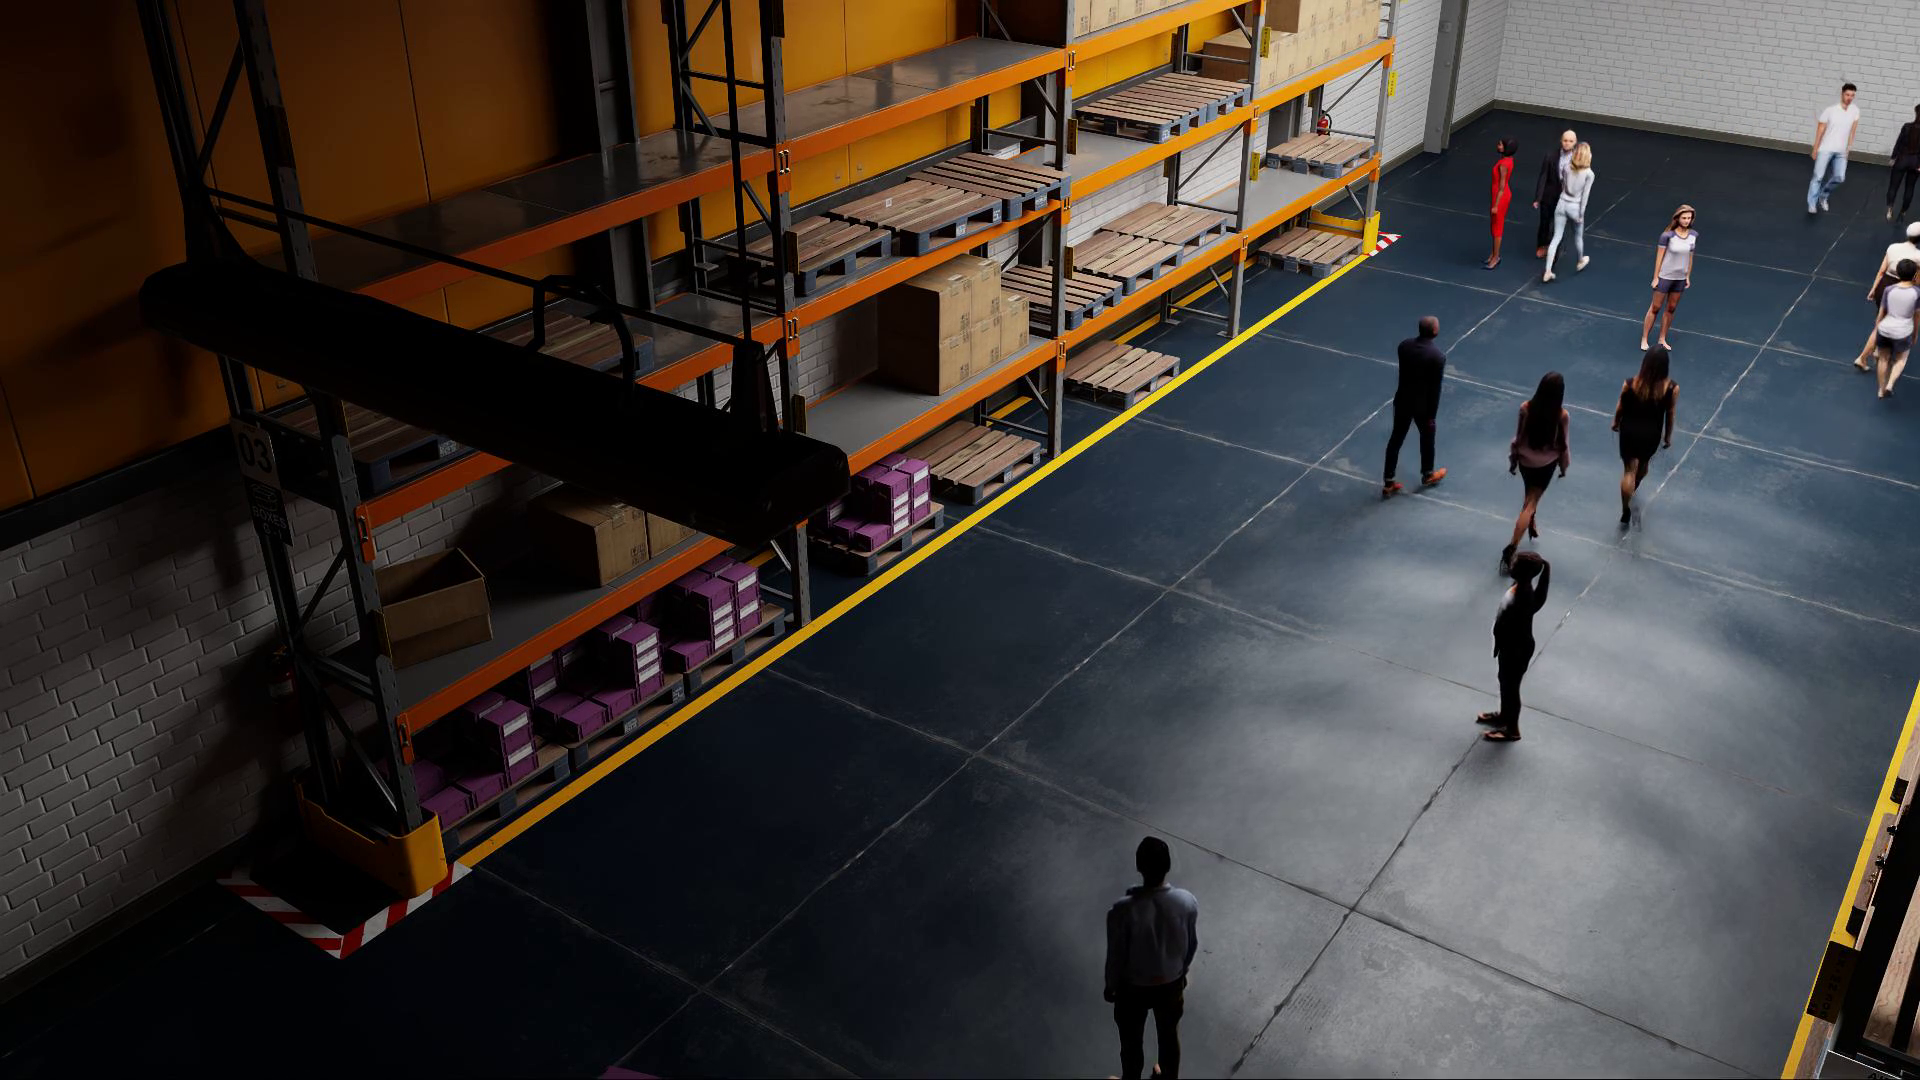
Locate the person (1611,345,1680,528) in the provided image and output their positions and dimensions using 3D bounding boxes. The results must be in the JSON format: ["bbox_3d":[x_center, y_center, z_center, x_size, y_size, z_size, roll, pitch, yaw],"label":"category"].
[{"bbox_3d":[6.269,-0.910,15.323,0.888,1.669,1.136,8,30,15],"label":"person"}]

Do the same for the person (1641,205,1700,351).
[{"bbox_3d":[8.178,-3.022,19.130,0.685,1.730,0.724,-2,29,-3],"label":"person"}]

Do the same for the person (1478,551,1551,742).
[{"bbox_3d":[4.135,0.772,12.361,0.684,1.551,0.600,2,29,4],"label":"person"}]

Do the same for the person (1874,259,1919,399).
[{"bbox_3d":[10.045,-2.229,17.875,0.602,1.540,0.664,22,36,34],"label":"person"}]

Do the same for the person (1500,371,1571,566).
[{"bbox_3d":[5.037,-0.582,14.619,0.652,1.767,1.084,19,34,31],"label":"person"}]

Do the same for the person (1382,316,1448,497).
[{"bbox_3d":[4.256,-1.241,15.805,1.099,1.788,0.890,-22,36,-35],"label":"person"}]

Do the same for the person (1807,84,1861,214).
[{"bbox_3d":[12.426,-5.592,23.725,0.805,1.841,0.829,5,29,9],"label":"person"}]

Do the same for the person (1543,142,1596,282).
[{"bbox_3d":[7.694,-4.131,21.159,1.218,1.735,0.742,-24,37,-37],"label":"person"}]

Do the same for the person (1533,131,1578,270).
[{"bbox_3d":[7.790,-4.482,21.782,0.953,1.755,1.284,9,30,15],"label":"person"}]

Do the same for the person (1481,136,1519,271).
[{"bbox_3d":[7.019,-4.390,21.625,0.676,1.743,0.532,9,30,16],"label":"person"}]

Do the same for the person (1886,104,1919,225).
[{"bbox_3d":[13.171,-5.205,23.171,0.653,1.693,0.926,18,33,30],"label":"person"}]

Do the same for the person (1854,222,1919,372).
[{"bbox_3d":[10.285,-2.663,18.478,0.960,1.724,0.869,-11,31,-20],"label":"person"}]

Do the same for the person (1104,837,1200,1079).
[{"bbox_3d":[1.040,2.403,9.103,0.728,1.809,0.811,-8,30,-14],"label":"person"}]
